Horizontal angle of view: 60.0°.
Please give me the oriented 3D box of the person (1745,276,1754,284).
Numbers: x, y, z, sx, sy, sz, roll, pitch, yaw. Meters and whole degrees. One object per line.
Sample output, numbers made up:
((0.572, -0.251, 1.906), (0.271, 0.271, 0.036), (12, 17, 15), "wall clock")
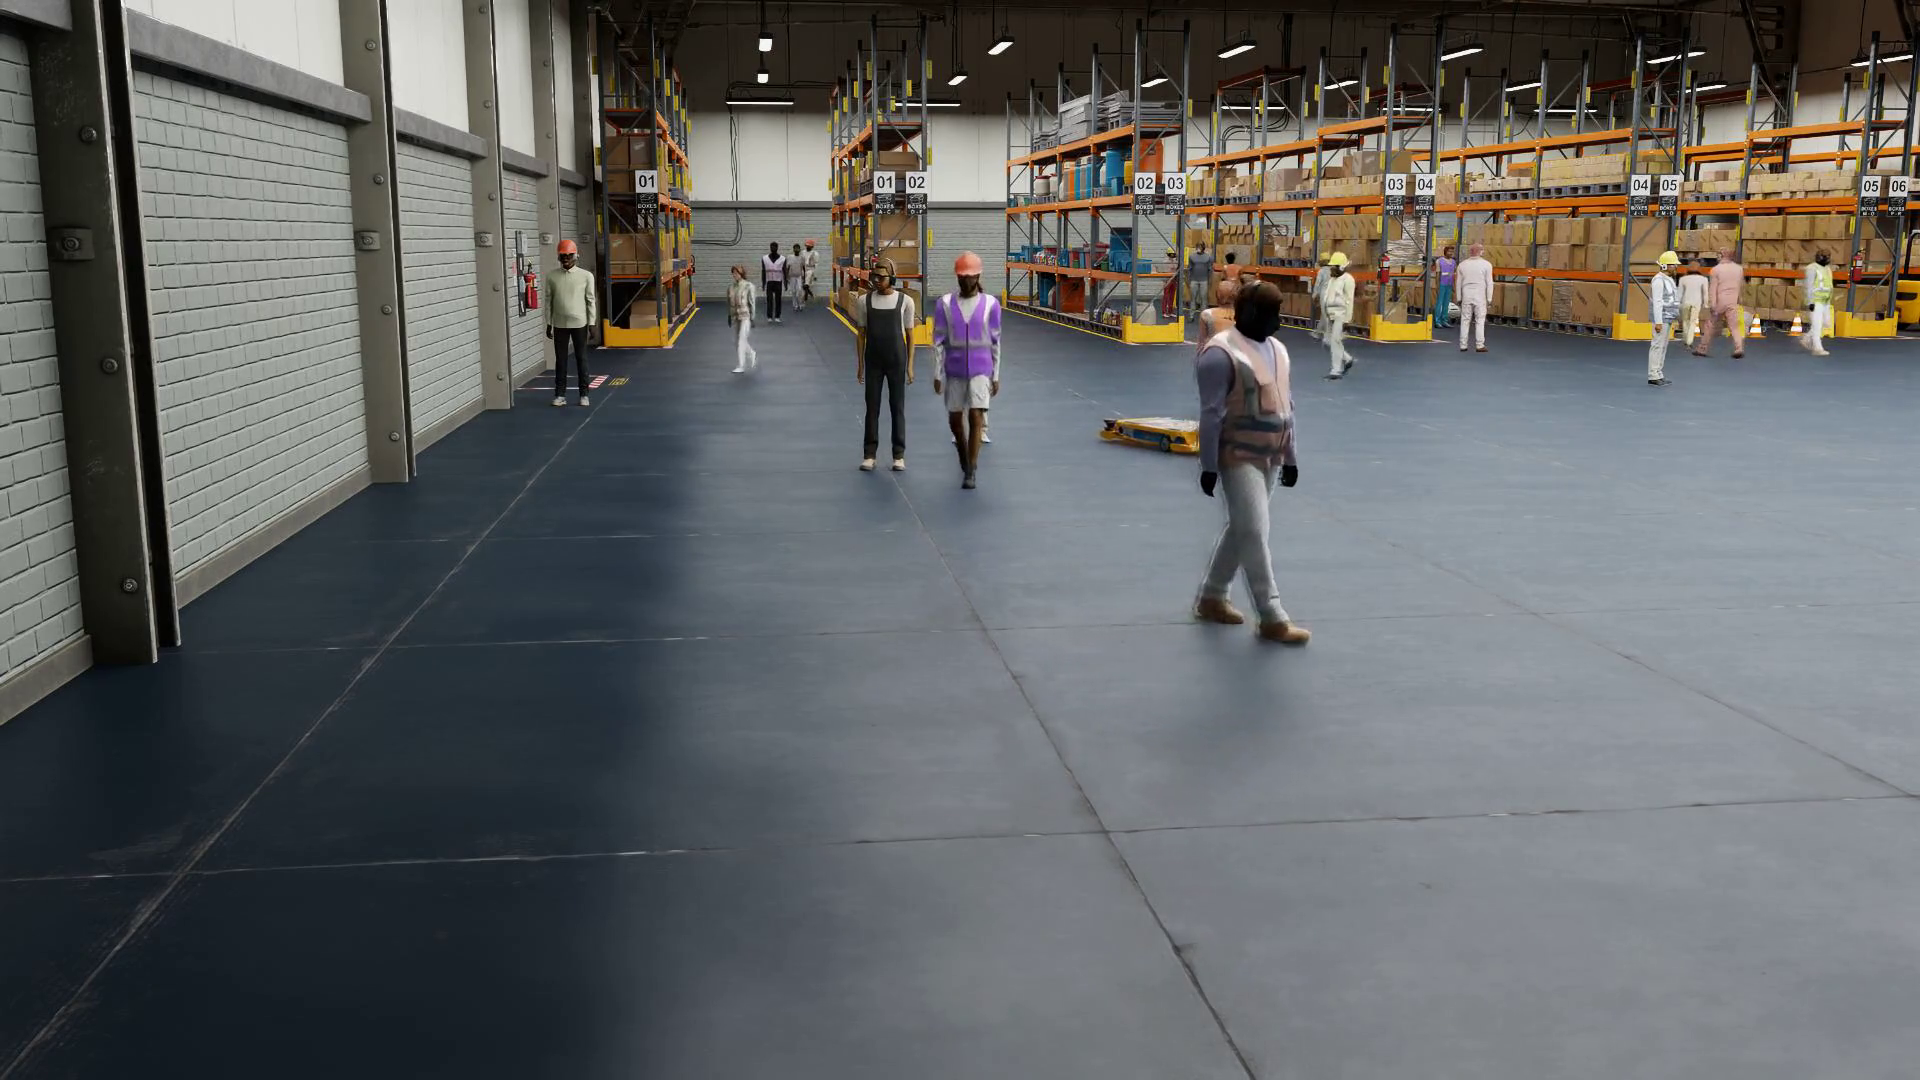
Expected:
((19.837, -6.493, 41.464), (0.646, 1.936, 1.014), (0, 10, 1), "person")

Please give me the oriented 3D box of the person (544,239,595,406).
((-4.686, -2.602, 19.980), (0.610, 1.996, 0.378), (0, 10, 1), "person")

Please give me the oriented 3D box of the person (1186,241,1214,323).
((5.666, -6.101, 39.336), (0.627, 1.934, 0.370), (3, 11, 14), "person")

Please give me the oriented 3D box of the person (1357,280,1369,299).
((10.322, -6.790, 43.191), (0.649, 1.904, 0.401), (-1, 10, -4), "person")

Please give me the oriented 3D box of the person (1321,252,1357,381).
((5.368, -3.140, 23.431), (0.512, 1.818, 0.597), (-3, 11, -14), "person")

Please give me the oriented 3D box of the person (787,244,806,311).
((-4.442, -7.111, 45.149), (0.516, 1.832, 0.887), (-1, 10, -5), "person")

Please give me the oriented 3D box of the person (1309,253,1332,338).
((7.133, -4.798, 32.794), (0.503, 1.701, 0.871), (-7, 12, -34), "person")

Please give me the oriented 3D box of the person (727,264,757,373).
((-3.255, -3.330, 25.017), (0.523, 1.621, 0.635), (7, 12, 32), "person")

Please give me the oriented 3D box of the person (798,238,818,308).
((-4.305, -7.615, 47.489), (0.709, 1.985, 0.728), (8, 13, 38), "person")

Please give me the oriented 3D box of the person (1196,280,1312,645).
((1.513, -0.413, 8.505), (0.793, 1.811, 0.648), (10, 14, 42), "person")

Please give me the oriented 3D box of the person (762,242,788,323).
((-4.407, -6.116, 39.513), (0.604, 1.917, 0.493), (0, 10, -3), "person")

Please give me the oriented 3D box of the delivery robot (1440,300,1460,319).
((11.416, -5.374, 38.861), (0.477, 0.478, 0.707), (-1, 11, -5), "delivery robot")

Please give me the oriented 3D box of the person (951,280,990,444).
((0.116, -1.765, 16.371), (0.523, 1.638, 0.310), (-2, 10, -9), "person")

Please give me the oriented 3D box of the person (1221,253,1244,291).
((6.465, -5.980, 39.437), (0.553, 1.658, 0.814), (1, 10, 4), "person")

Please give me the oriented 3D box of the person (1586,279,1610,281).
((15.669, -6.426, 40.805), (0.615, 2.044, 0.369), (0, 10, 0), "person")

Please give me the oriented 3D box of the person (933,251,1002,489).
((0.067, -1.404, 13.636), (0.557, 1.918, 0.776), (1, 10, 4), "person")

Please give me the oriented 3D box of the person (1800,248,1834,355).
((14.839, -4.116, 28.728), (0.647, 1.835, 0.536), (-6, 12, -32), "person")

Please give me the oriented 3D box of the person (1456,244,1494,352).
((9.115, -4.279, 29.425), (0.652, 1.904, 0.402), (8, 13, 36), "person")

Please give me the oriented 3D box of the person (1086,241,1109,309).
((3.723, -7.129, 45.029), (0.635, 1.916, 0.693), (-2, 11, -12), "person")

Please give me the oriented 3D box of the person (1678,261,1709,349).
((13.299, -4.266, 30.221), (0.520, 1.588, 0.867), (7, 12, 34), "person")

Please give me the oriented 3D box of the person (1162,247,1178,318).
((5.316, -6.500, 41.970), (0.533, 1.772, 0.296), (-9, 14, -41), "person")

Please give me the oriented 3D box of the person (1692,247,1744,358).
((12.848, -3.984, 27.961), (0.654, 1.859, 1.005), (-2, 11, -10), "person")

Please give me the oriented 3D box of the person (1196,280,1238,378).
((2.450, -1.595, 15.474), (0.518, 1.625, 0.360), (1, 10, 7), "person")

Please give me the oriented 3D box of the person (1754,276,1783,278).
((19.295, -6.211, 39.641), (0.684, 2.000, 0.538), (2, 11, 11), "person")

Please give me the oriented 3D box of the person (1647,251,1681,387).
((9.577, -3.002, 22.619), (0.404, 1.830, 0.602), (7, 12, 34), "person")

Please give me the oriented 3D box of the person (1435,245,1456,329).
((10.779, -5.628, 36.985), (0.563, 1.844, 0.390), (-7, 12, -33), "person")

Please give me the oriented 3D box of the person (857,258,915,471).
((-0.644, -1.517, 14.455), (0.506, 1.843, 0.350), (1, 10, 5), "person")

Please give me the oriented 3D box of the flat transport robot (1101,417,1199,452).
((2.041, -1.033, 16.111), (0.652, 0.197, 1.431), (-6, 12, -30), "flat transport robot")

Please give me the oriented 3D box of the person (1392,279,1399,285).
((12.865, -7.754, 48.614), (0.516, 1.857, 0.324), (0, 10, -2), "person")
